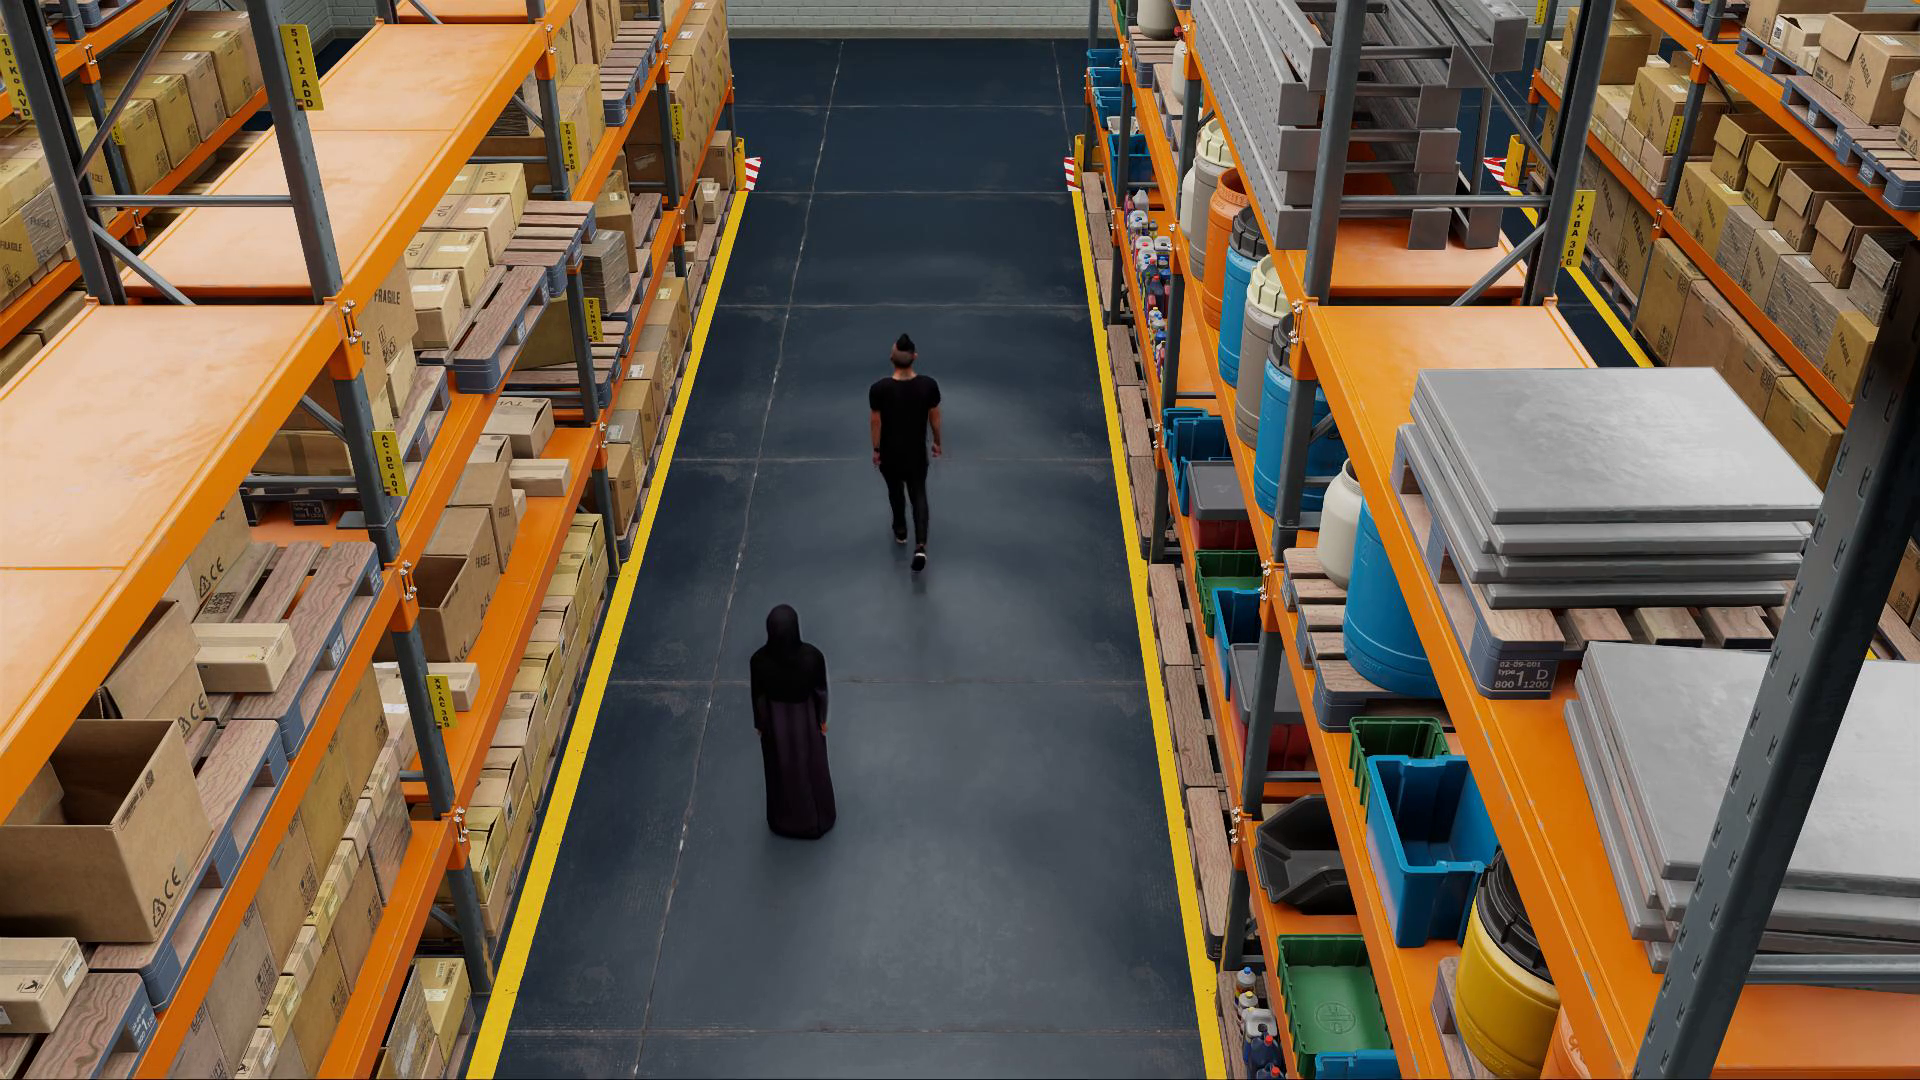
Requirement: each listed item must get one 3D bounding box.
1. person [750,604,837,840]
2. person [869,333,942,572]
[{"bbox_3d":[-0.987,1.049,9.694,0.614,1.614,0.592,-2,33,-3],"label":"person"},{"bbox_3d":[-0.388,-0.628,12.068,0.820,1.837,1.162,-6,33,-9],"label":"person"}]
